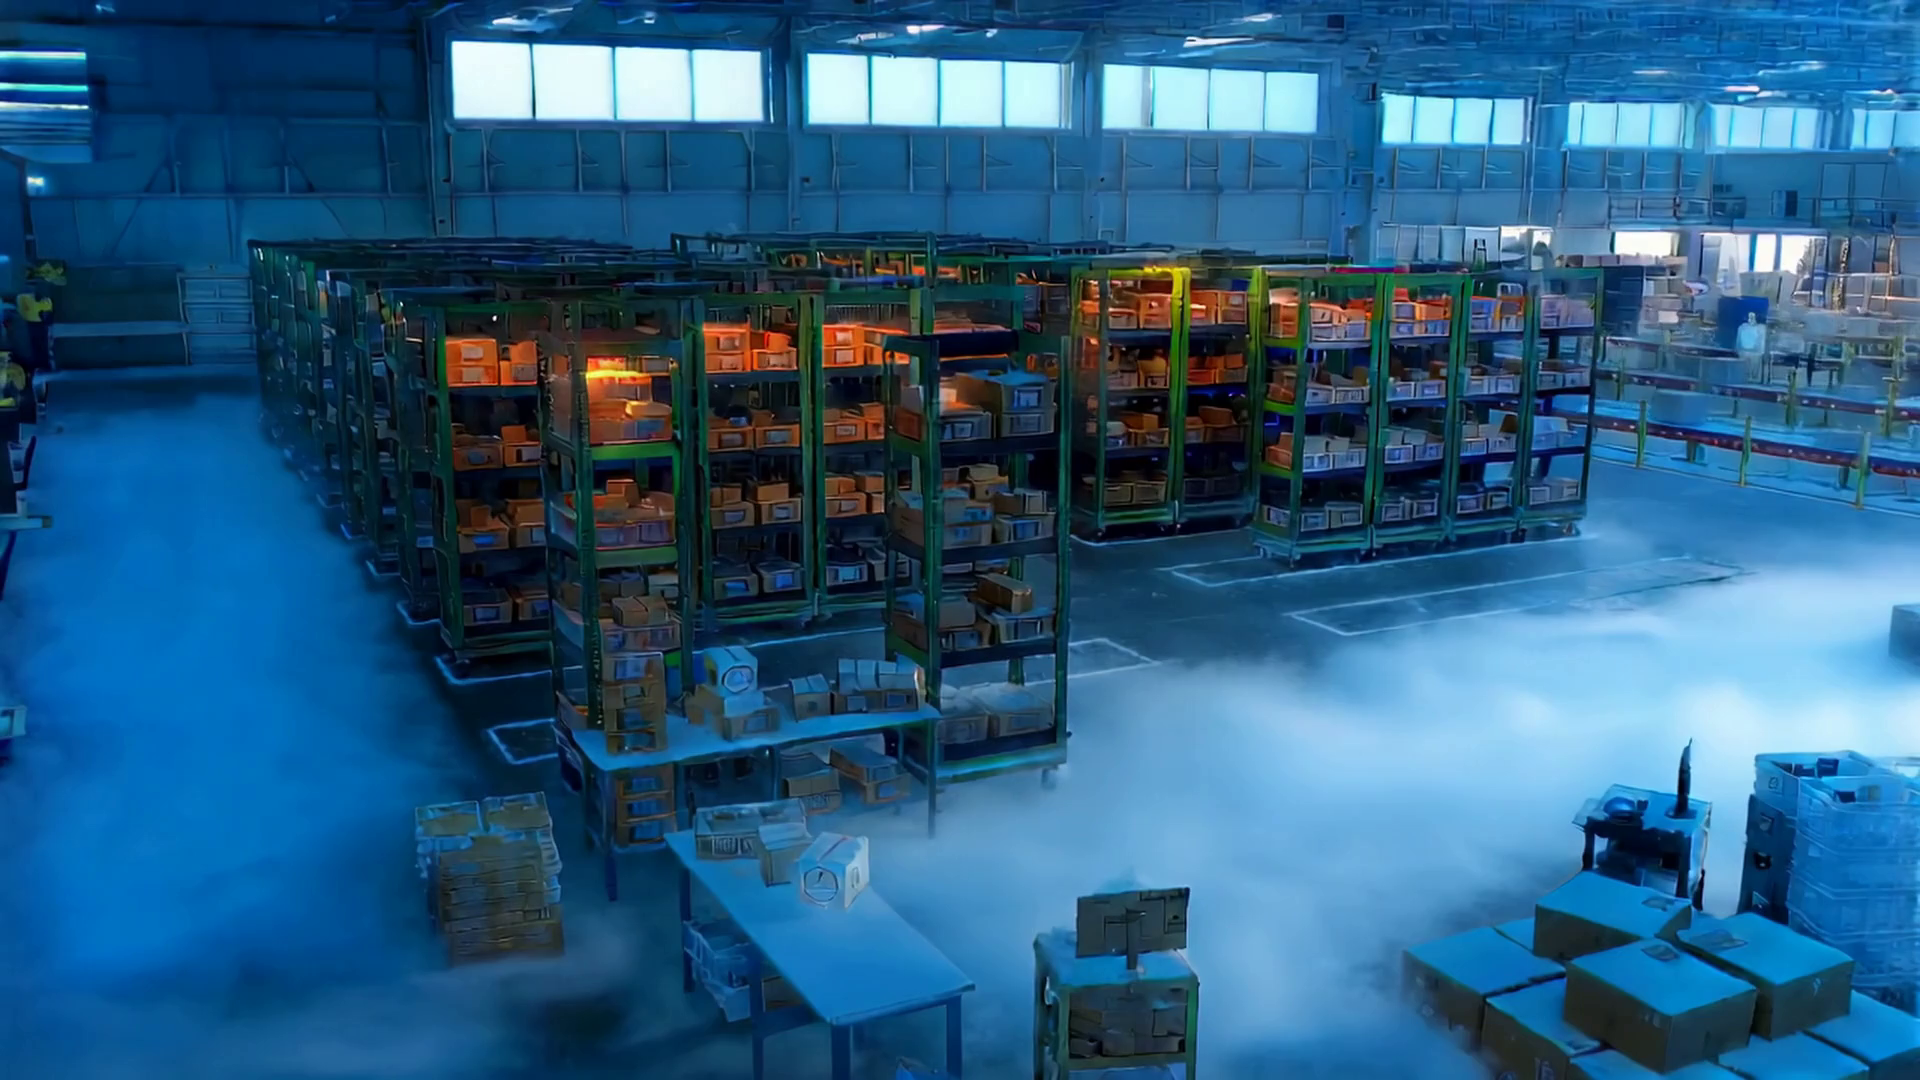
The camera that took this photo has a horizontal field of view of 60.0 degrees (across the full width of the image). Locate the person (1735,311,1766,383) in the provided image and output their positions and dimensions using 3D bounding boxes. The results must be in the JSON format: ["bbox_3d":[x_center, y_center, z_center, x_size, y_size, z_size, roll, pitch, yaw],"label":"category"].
[{"bbox_3d":[17.872,-4.243,37.690,0.399,1.897,0.642,-9,15,-37],"label":"person"}]

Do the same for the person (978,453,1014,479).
[{"bbox_3d":[0.556,-1.285,23.630,0.618,1.988,0.405,0,12,-1],"label":"person"}]

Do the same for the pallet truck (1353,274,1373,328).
[{"bbox_3d":[13.011,-8.050,55.243,0.823,1.965,1.885,-7,14,-28],"label":"pallet truck"}]
